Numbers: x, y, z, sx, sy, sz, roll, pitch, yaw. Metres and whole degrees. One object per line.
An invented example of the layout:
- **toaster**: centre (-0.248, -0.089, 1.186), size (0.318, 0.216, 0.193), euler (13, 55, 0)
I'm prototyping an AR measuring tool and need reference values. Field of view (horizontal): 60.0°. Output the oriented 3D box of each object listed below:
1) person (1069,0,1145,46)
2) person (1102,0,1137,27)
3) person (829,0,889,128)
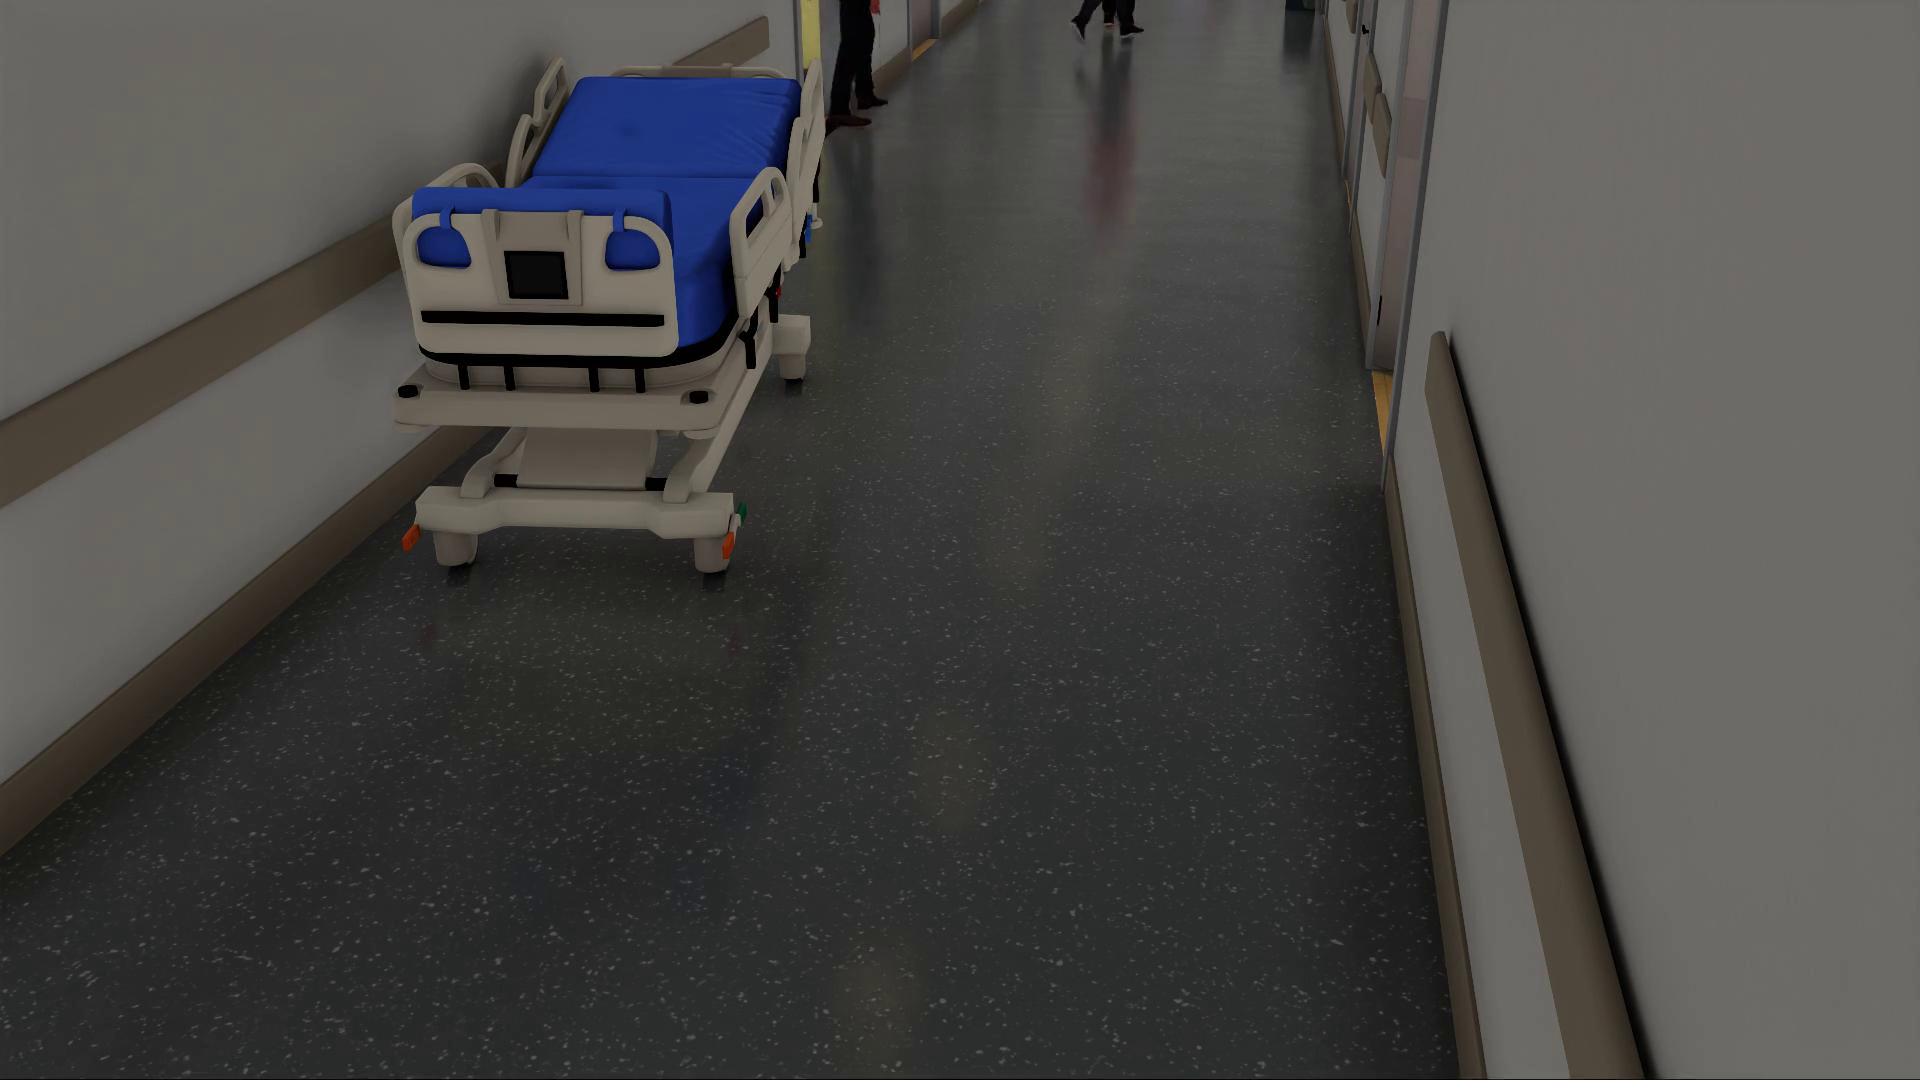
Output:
- **person**: centre (1.296, -5.266, 14.420), size (1.224, 1.913, 1.263), euler (-22, 33, -37)
- **person**: centre (1.513, -5.569, 15.576), size (0.511, 1.453, 0.676), euler (-1, 26, -2)
- **person**: centre (-0.784, -3.817, 11.516), size (1.040, 1.825, 0.983), euler (-13, 29, -25)
